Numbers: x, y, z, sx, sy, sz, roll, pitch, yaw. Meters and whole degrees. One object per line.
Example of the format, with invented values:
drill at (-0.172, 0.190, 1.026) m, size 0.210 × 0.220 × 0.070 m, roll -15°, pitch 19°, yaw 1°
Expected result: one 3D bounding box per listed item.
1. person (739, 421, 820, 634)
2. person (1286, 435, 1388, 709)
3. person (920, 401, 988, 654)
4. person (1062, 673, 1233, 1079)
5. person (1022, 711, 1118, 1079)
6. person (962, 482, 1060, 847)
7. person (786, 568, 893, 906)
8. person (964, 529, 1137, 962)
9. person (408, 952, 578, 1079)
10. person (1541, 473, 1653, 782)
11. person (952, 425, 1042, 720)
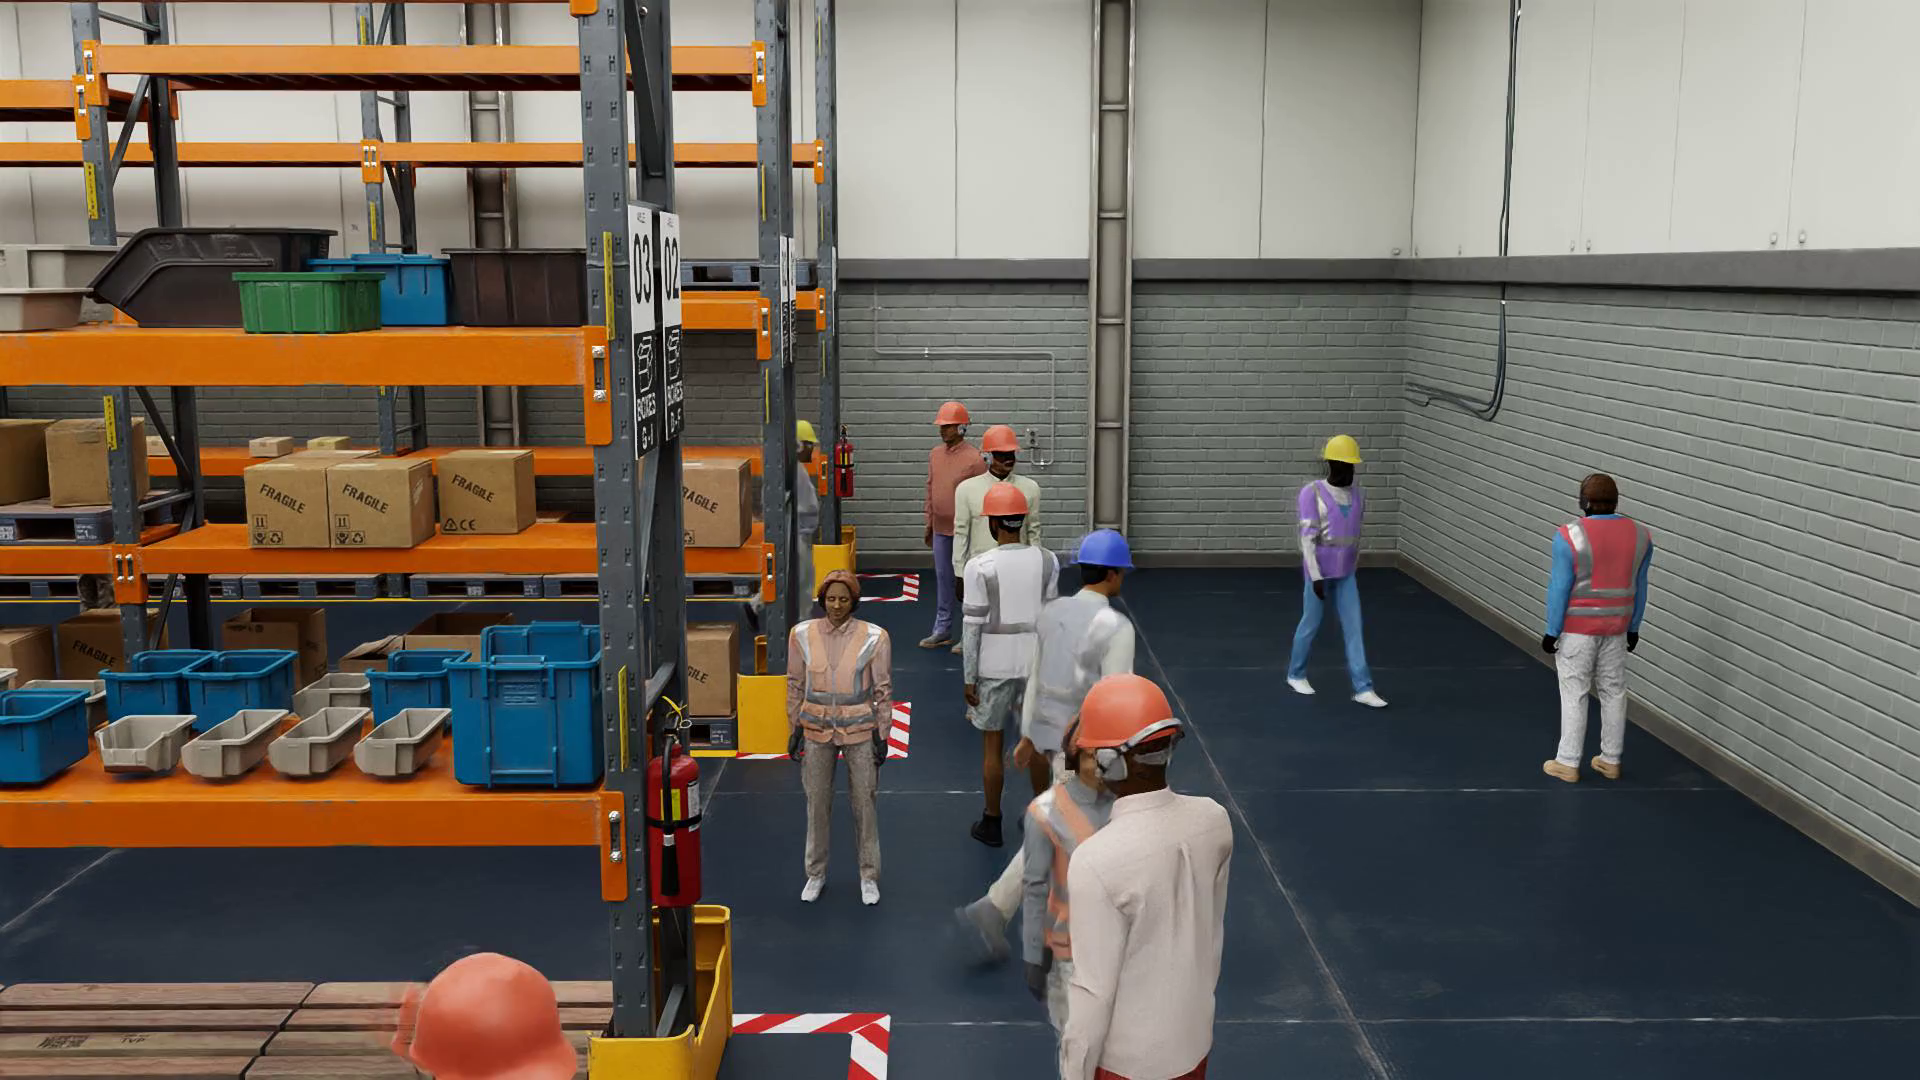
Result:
person at (-1.428, -0.071, 13.584) m, size 0.656 × 1.805 × 0.604 m, roll 0°, pitch 9°, yaw 0°
person at (2.629, 0.204, 11.650) m, size 0.592 × 1.888 × 0.859 m, roll -4°, pitch 10°, yaw -24°
person at (-0.049, -0.100, 13.171) m, size 0.610 × 1.996 × 0.378 m, roll 8°, pitch 12°, yaw 41°
person at (0.465, 1.331, 4.432) m, size 0.393 × 1.985 × 0.611 m, roll 9°, pitch 13°, yaw 43°
person at (0.446, 1.345, 5.457) m, size 0.534 × 1.628 × 0.359 m, roll -4°, pitch 10°, yaw -23°
person at (0.250, 0.654, 8.772) m, size 0.546 × 1.929 × 0.384 m, roll -4°, pitch 10°, yaw -21°
person at (-0.573, 0.939, 7.932) m, size 0.516 × 1.633 × 0.317 m, roll 1°, pitch 9°, yaw 7°
person at (0.449, 0.900, 7.451) m, size 1.043 × 1.882 × 0.636 m, roll -6°, pitch 11°, yaw -33°
person at (-0.821, 1.617, 2.999) m, size 0.989 × 1.889 × 0.567 m, roll 5°, pitch 11°, yaw 29°
person at (3.745, 0.517, 9.866) m, size 0.636 × 1.840 × 0.429 m, roll -2°, pitch 9°, yaw -11°
person at (0.257, 0.219, 11.216) m, size 0.622 × 1.995 × 0.378 m, roll -2°, pitch 10°, yaw -13°
